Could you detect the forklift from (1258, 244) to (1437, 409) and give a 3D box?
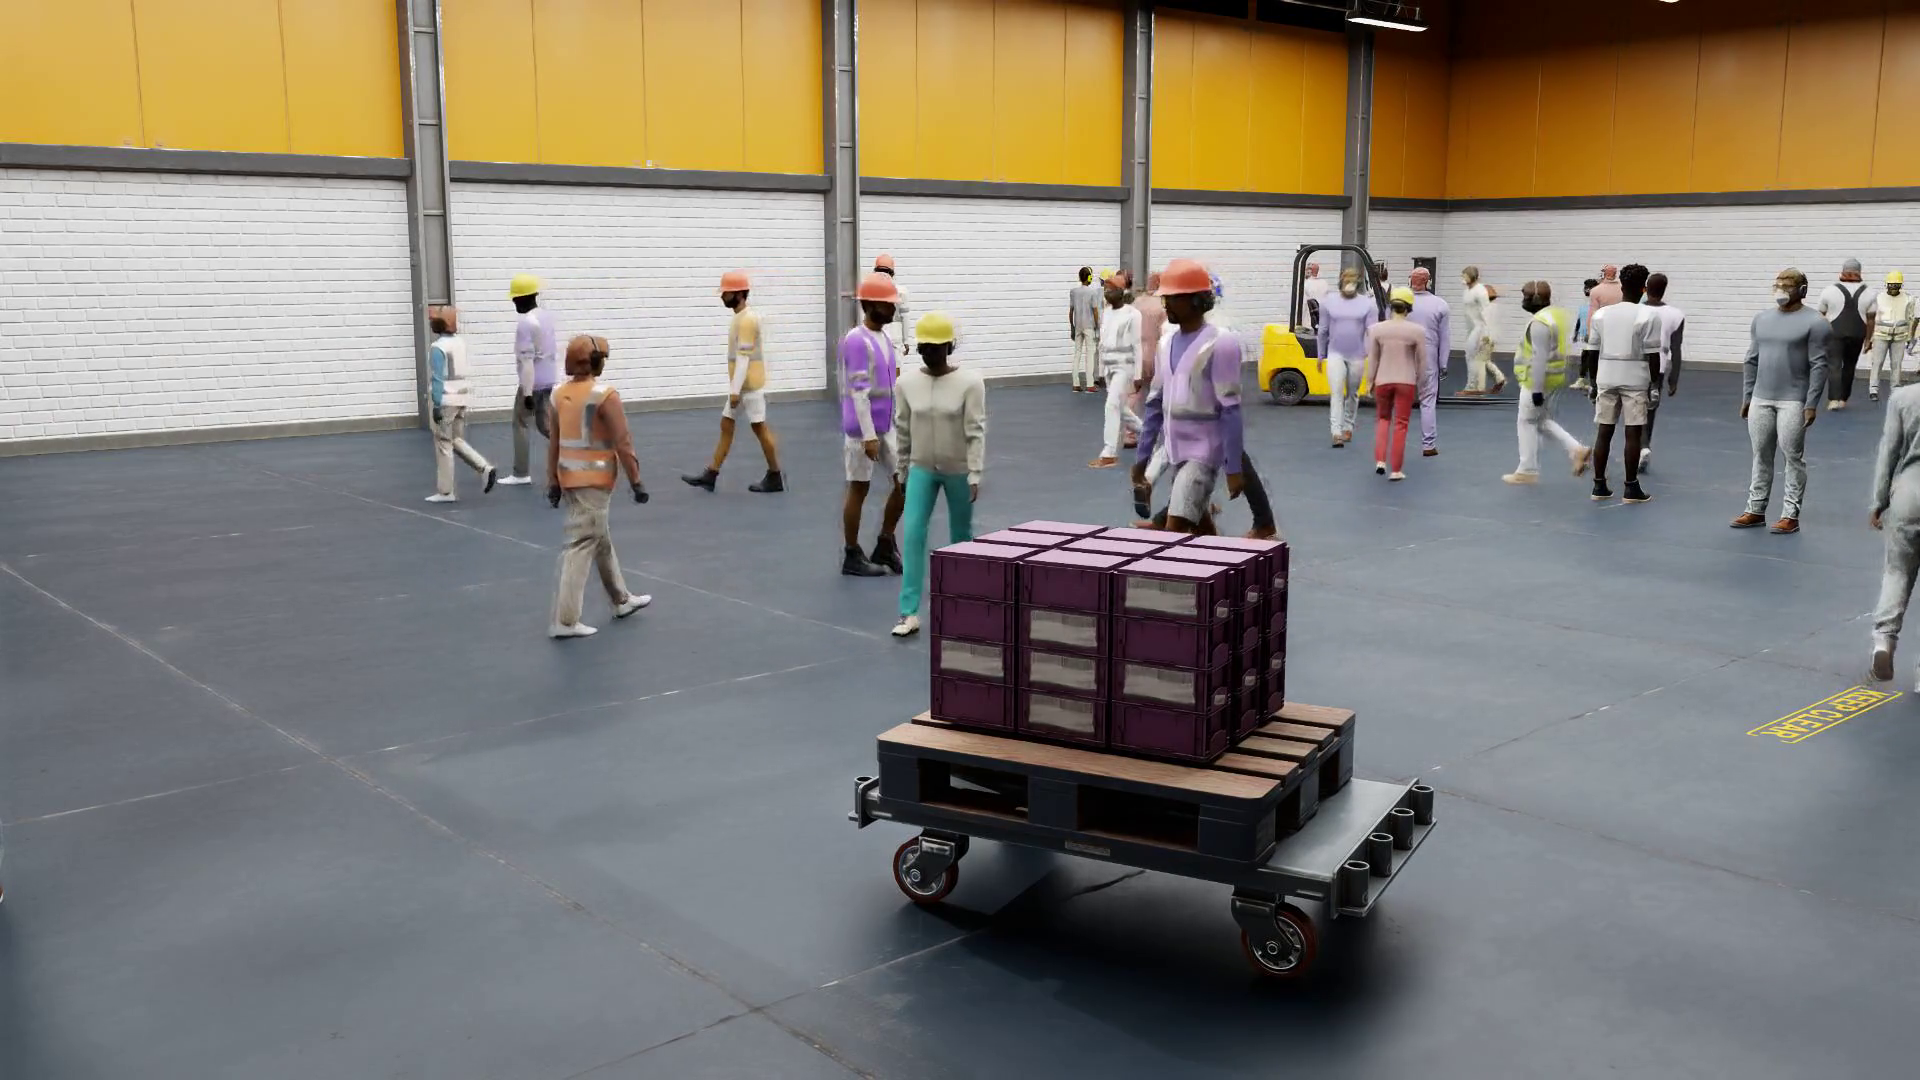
[{"bbox_3d":[5.256,-2.933,22.661,2.313,2.155,1.214,3,10,16],"label":"forklift"}]

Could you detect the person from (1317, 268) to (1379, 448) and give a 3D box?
[{"bbox_3d":[4.143,-1.946,17.776,0.645,1.894,1.006,2,10,13],"label":"person"}]

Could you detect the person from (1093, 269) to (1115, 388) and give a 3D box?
[{"bbox_3d":[2.249,-3.263,25.663,0.403,1.827,0.600,-3,10,-17],"label":"person"}]

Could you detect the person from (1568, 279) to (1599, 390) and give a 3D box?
[{"bbox_3d":[9.389,-3.084,25.039,0.706,1.670,0.556,-2,10,-12],"label":"person"}]

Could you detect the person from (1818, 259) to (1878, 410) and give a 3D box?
[{"bbox_3d":[11.668,-2.735,21.950,0.679,2.000,1.018,3,10,15],"label":"person"}]

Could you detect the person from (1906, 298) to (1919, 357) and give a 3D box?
[{"bbox_3d":[12.384,-2.488,21.179,0.505,1.806,1.017,9,13,44],"label":"person"}]

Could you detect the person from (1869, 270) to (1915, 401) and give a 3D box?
[{"bbox_3d":[12.986,-2.842,23.224,0.592,1.825,0.403,3,10,16],"label":"person"}]

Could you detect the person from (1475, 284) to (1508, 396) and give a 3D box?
[{"bbox_3d":[7.647,-2.874,24.019,0.404,1.618,0.516,9,13,41],"label":"person"}]

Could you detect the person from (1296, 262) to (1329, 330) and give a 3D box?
[{"bbox_3d":[5.974,-3.765,28.359,0.651,1.913,0.409,-6,12,-33],"label":"person"}]

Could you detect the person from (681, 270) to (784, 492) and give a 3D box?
[{"bbox_3d":[-1.938,-1.323,14.105,0.948,1.891,0.569,-3,10,-15],"label":"person"}]

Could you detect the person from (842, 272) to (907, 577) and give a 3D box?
[{"bbox_3d":[-0.510,-0.703,10.411,0.584,1.916,0.547,5,11,26],"label":"person"}]

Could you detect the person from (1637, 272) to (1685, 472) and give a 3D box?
[{"bbox_3d":[6.511,-1.590,15.738,0.599,1.881,0.934,2,10,11],"label":"person"}]

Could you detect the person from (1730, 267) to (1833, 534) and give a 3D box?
[{"bbox_3d":[6.021,-1.018,12.199,0.372,1.940,0.631,-6,11,-31],"label":"person"}]

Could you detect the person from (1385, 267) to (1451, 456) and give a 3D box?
[{"bbox_3d":[4.631,-1.801,16.876,0.646,1.907,0.401,3,10,19],"label":"person"}]

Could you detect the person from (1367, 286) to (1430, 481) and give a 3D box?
[{"bbox_3d":[3.976,-1.414,15.065,0.540,1.754,0.465,6,11,31],"label":"person"}]

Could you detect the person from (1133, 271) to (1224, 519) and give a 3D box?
[{"bbox_3d":[1.710,-1.080,12.650,0.617,1.911,0.869,9,13,43],"label":"person"}]

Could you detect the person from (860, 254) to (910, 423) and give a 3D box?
[{"bbox_3d":[-0.911,-2.439,20.211,0.605,2.045,0.377,0,10,-2],"label":"person"}]

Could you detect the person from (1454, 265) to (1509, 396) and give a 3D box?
[{"bbox_3d":[7.572,-3.012,24.018,0.797,1.907,0.651,0,10,-1],"label":"person"}]

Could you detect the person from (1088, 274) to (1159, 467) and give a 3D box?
[{"bbox_3d":[1.606,-1.639,16.120,0.859,1.864,0.594,-6,11,-30],"label":"person"}]

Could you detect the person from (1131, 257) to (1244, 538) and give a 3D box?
[{"bbox_3d":[1.078,-0.432,8.563,0.967,2.000,0.642,-4,11,-24],"label":"person"}]

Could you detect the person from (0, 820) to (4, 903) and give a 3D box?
[{"bbox_3d":[-3.153,0.360,5.021,0.500,1.633,0.285,0,10,0],"label":"person"}]

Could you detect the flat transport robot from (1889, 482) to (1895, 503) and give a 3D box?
[{"bbox_3d":[7.660,-0.261,12.643,0.652,0.197,1.431,1,10,9],"label":"flat transport robot"}]

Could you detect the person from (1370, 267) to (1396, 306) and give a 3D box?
[{"bbox_3d":[7.080,-3.670,27.998,0.504,1.847,0.344,-4,10,-22],"label":"person"}]

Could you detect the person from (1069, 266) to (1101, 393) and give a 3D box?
[{"bbox_3d":[1.861,-3.122,24.720,0.520,1.871,0.326,7,12,36],"label":"person"}]

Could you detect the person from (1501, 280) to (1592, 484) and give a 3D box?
[{"bbox_3d":[5.175,-1.371,14.616,0.664,1.817,0.647,6,11,31],"label":"person"}]

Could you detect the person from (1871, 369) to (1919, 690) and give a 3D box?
[{"bbox_3d":[4.493,-0.150,7.688,0.519,1.731,0.472,9,13,41],"label":"person"}]

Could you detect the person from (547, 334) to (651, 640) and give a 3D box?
[{"bbox_3d":[-1.912,-0.296,8.958,0.521,1.604,0.819,9,13,41],"label":"person"}]

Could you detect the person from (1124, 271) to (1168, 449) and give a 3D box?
[{"bbox_3d":[2.096,-1.901,17.607,0.952,1.860,0.662,-9,13,-42],"label":"person"}]

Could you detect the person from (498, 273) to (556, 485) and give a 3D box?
[{"bbox_3d":[-3.697,-1.395,14.578,0.823,1.880,0.607,2,10,14],"label":"person"}]

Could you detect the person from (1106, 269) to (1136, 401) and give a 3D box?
[{"bbox_3d":[2.285,-2.858,23.257,0.429,1.845,0.621,-4,11,-23],"label":"person"}]

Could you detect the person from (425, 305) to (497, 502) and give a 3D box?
[{"bbox_3d":[-4.140,-1.108,13.624,0.497,1.623,0.532,2,10,11],"label":"person"}]

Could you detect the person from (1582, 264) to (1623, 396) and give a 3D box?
[{"bbox_3d":[9.280,-3.008,23.941,0.651,1.907,0.409,-3,10,-15],"label":"person"}]

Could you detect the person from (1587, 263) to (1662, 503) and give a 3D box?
[{"bbox_3d":[5.468,-1.286,13.685,0.361,1.964,0.617,-9,13,-41],"label":"person"}]

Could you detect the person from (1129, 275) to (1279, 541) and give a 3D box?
[{"bbox_3d":[1.764,-0.915,11.657,1.061,1.929,0.676,1,10,6],"label":"person"}]

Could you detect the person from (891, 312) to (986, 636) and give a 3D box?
[{"bbox_3d":[-0.119,-0.341,8.859,0.533,1.724,0.823,2,10,12],"label":"person"}]
